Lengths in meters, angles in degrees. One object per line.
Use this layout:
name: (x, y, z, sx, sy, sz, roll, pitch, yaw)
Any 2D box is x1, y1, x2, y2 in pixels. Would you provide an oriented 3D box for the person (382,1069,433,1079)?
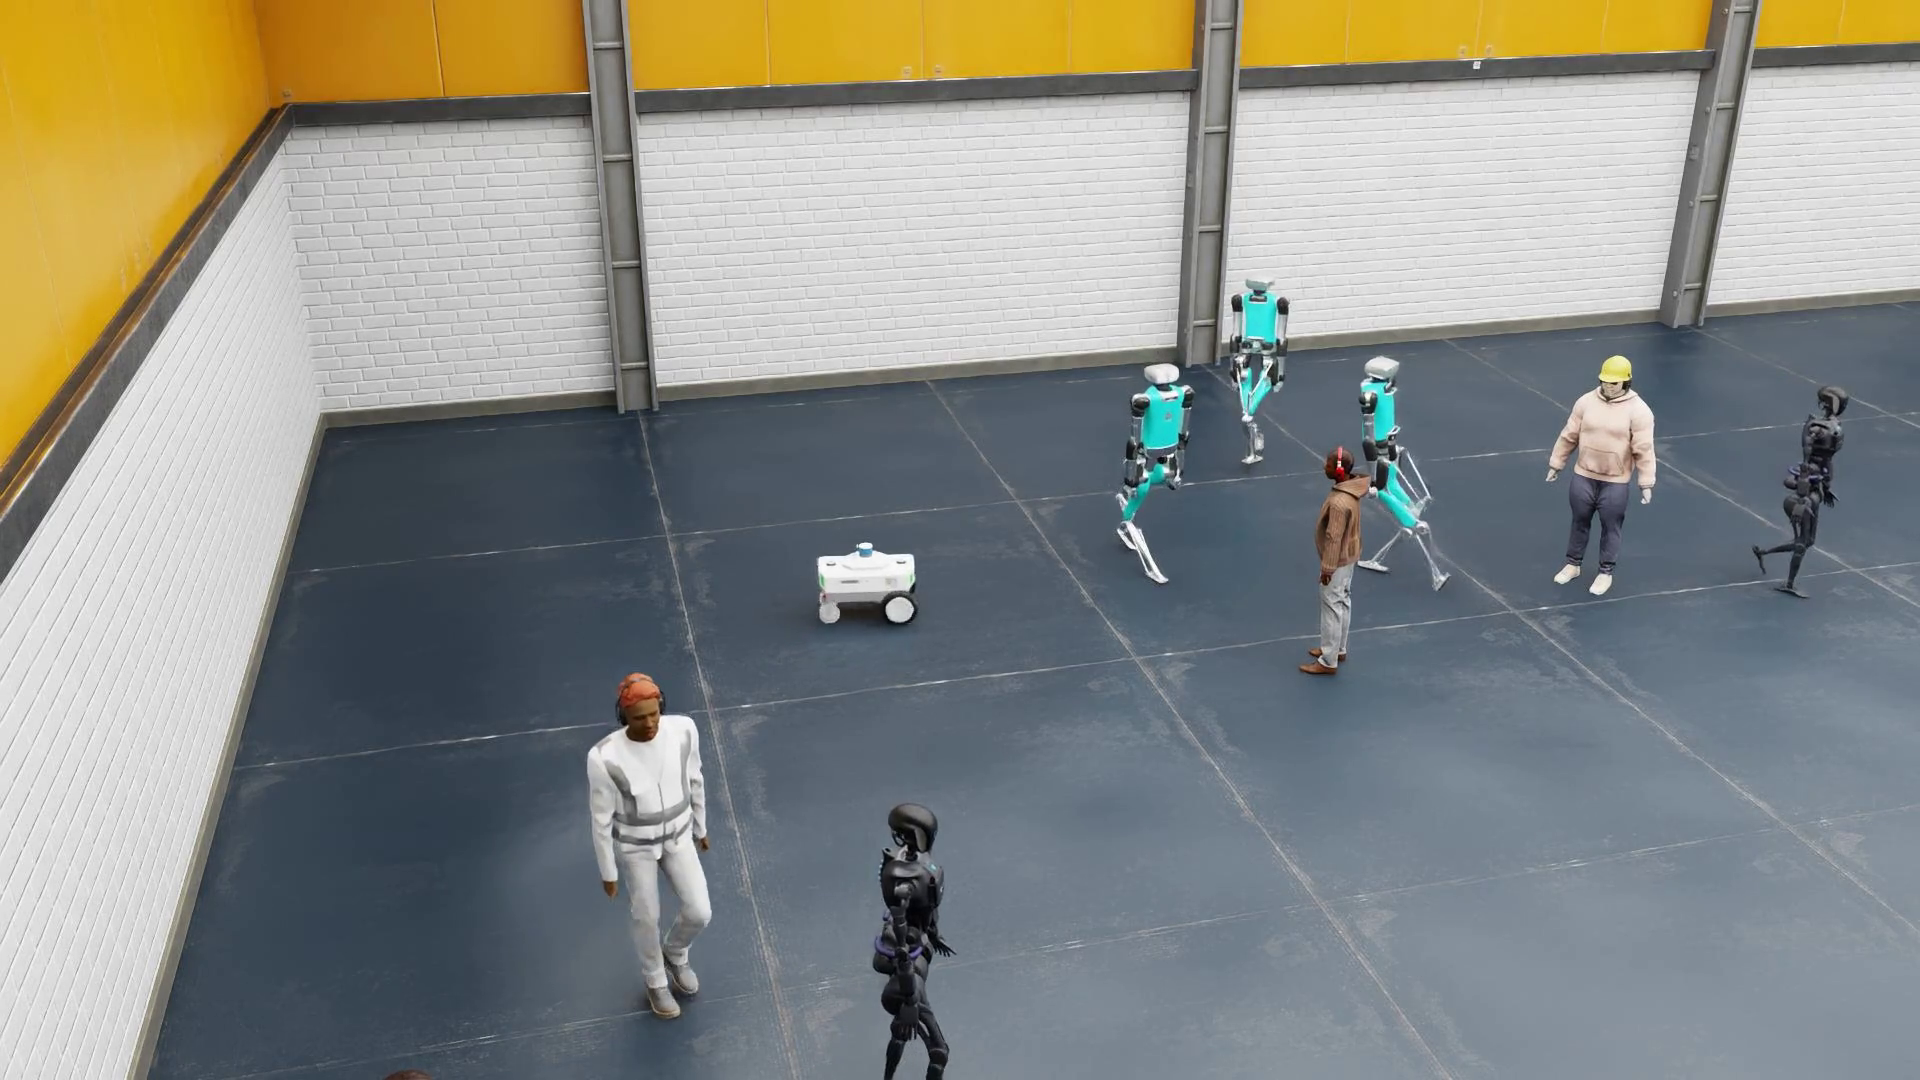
person: (-1.790, 2.540, 5.730, 0.476, 1.768, 0.366, 21, 32, 40)

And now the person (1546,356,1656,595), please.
person: (4.849, -0.506, 12.544, 0.788, 1.859, 0.434, 18, 30, 35)

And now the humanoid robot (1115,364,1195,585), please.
humanoid robot: (1.381, -0.592, 12.955, 0.530, 1.778, 1.019, -11, 26, -24)

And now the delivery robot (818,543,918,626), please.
delivery robot: (-0.695, 0.308, 12.292, 0.758, 0.583, 0.499, -2, 24, -4)

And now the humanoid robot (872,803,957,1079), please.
humanoid robot: (-0.196, 1.867, 7.383, 0.478, 1.645, 0.586, 4, 24, 9)

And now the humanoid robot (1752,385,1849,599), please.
humanoid robot: (6.315, -0.394, 12.509, 0.498, 1.639, 0.597, 22, 32, 40)

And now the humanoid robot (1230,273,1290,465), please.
humanoid robot: (2.589, -1.464, 14.835, 0.574, 1.732, 0.940, 12, 26, 25)

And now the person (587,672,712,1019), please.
person: (-1.463, 1.487, 7.997, 0.596, 1.865, 0.439, -15, 28, -30)

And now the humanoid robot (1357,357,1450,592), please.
humanoid robot: (3.433, -0.452, 12.640, 0.889, 1.830, 0.556, 13, 27, 28)

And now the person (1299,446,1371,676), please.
person: (2.567, 0.143, 11.326, 0.327, 1.648, 0.462, 10, 26, 22)
